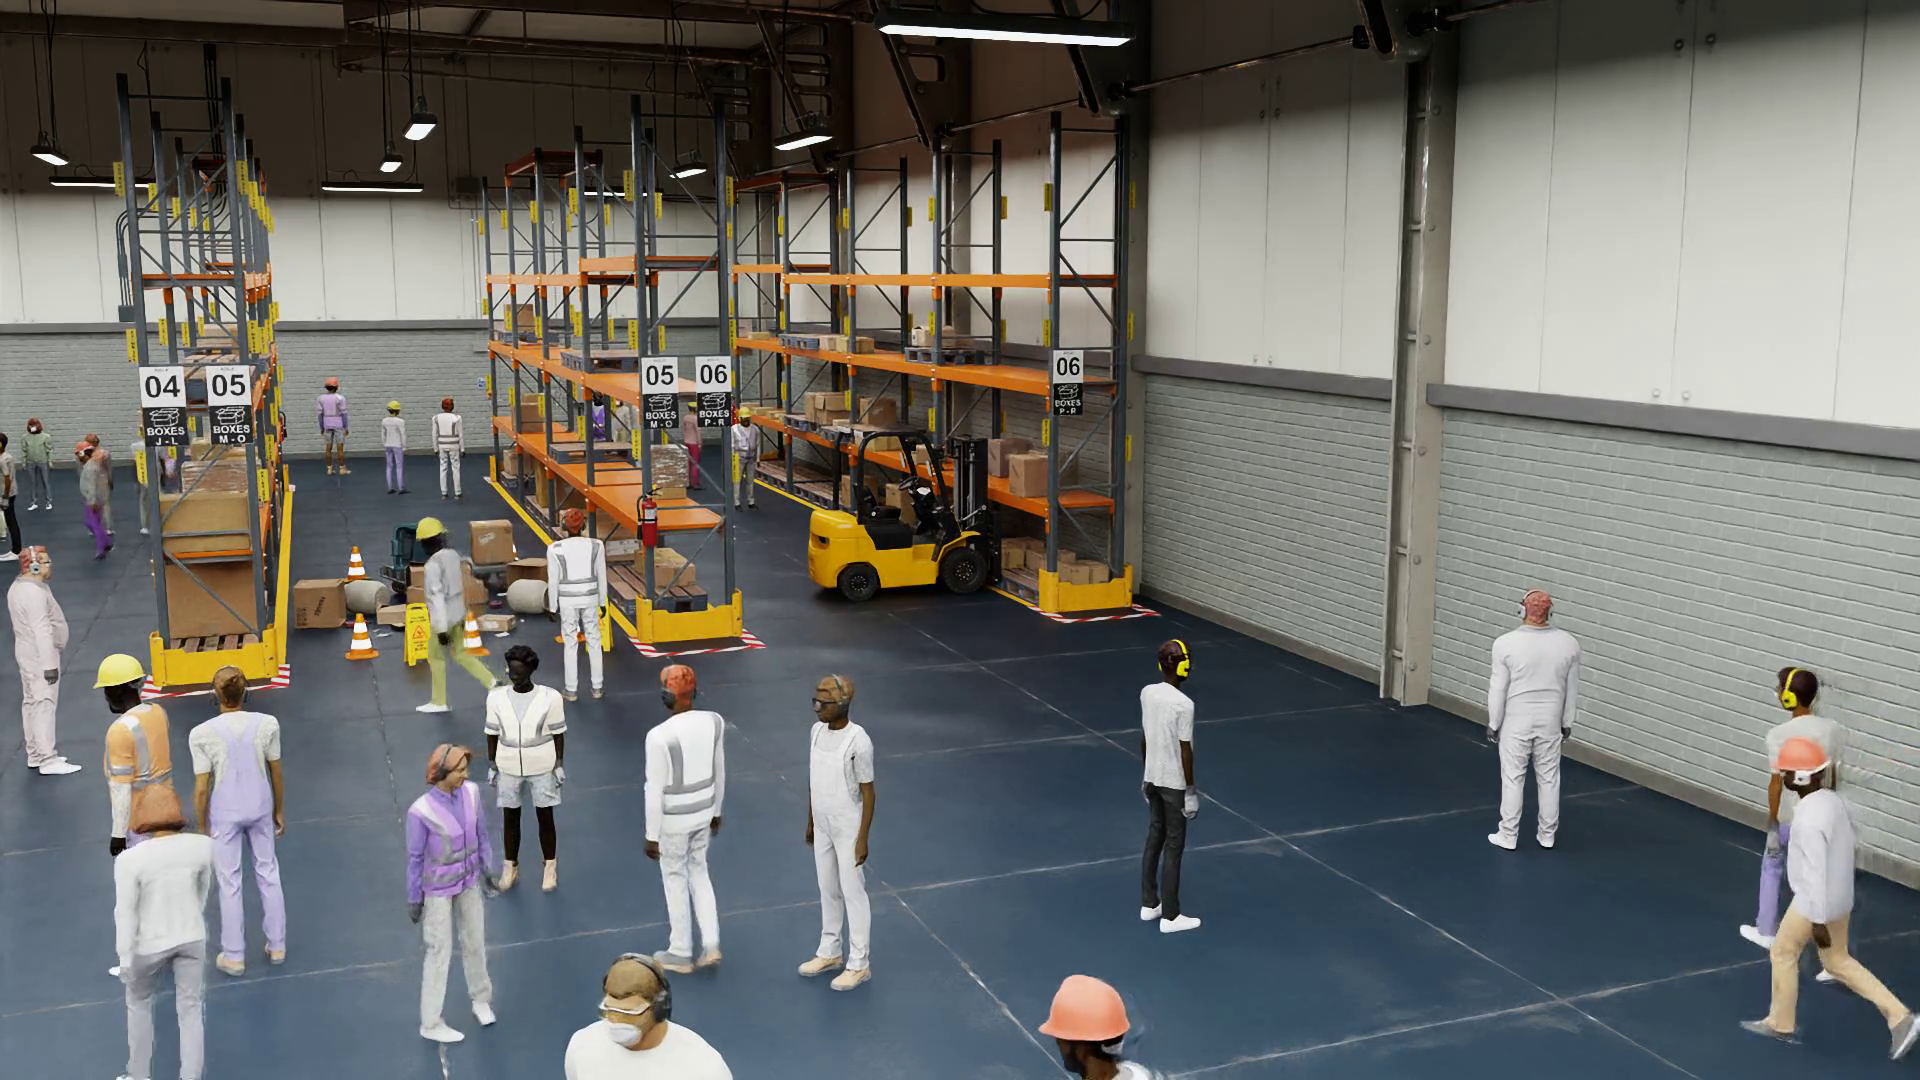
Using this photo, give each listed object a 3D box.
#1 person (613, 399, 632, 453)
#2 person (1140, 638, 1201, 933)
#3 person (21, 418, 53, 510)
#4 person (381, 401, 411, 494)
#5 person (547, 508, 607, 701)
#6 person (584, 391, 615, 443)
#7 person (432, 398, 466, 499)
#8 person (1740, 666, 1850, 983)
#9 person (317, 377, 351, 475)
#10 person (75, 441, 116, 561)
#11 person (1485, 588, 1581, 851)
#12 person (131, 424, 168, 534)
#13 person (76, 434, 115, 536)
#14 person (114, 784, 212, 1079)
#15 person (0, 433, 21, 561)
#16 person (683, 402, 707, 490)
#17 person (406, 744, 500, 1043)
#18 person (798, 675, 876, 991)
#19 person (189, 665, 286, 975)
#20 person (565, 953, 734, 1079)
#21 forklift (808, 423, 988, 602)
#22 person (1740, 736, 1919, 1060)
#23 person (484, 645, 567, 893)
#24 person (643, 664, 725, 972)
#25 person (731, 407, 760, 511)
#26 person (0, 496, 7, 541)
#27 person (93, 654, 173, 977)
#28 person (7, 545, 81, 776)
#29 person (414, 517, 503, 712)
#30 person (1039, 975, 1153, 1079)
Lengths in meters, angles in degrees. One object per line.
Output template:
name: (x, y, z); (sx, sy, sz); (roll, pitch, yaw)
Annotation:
person: (-7.253, -2.285, 35.408); (0.514, 1.601, 0.794); (-2, 9, -13)
person: (1.332, 1.542, 10.518); (0.335, 1.860, 0.508); (-5, 10, -29)
person: (-16.289, -1.340, 29.363); (0.507, 1.632, 0.276); (-2, 9, -13)
person: (-10.719, -1.756, 31.559); (0.526, 1.769, 0.330); (3, 10, 20)
person: (-3.720, 0.625, 16.206); (0.572, 1.883, 0.354); (-4, 10, -24)
person: (-7.242, -2.075, 33.374); (0.626, 1.837, 0.428); (0, 9, 3)
person: (-9.438, -1.684, 30.736); (0.583, 1.882, 0.337); (1, 9, 3)
person: (5.016, 1.664, 9.857); (0.534, 1.827, 0.946); (-1, 9, -8)
person: (-12.960, -2.352, 34.437); (0.605, 2.045, 0.380); (1, 9, 4)
person: (-12.602, -0.570, 24.223); (0.423, 1.729, 0.687); (-5, 10, -30)
person: (4.091, 1.290, 11.948); (0.641, 1.908, 0.407); (-1, 9, -3)
person: (-12.863, -0.966, 26.440); (0.530, 1.828, 0.906); (-7, 11, -37)
person: (-13.714, -0.872, 26.399); (0.512, 1.640, 0.309); (-4, 10, -25)
person: (-3.995, 2.015, 8.329); (0.678, 1.601, 0.514); (9, 12, 43)
person: (-13.860, -0.630, 24.148); (0.329, 1.871, 0.513); (-4, 10, -24)
person: (-5.149, -1.848, 32.148); (0.329, 1.765, 0.526); (-8, 12, -42)
person: (-2.762, 1.894, 9.007); (0.396, 1.624, 0.513); (4, 10, 21)
person: (-0.714, 1.682, 9.671); (0.332, 1.844, 0.516); (-9, 13, -44)
person: (-4.272, 1.654, 9.868); (0.516, 1.843, 0.340); (-7, 11, -38)
person: (-1.042, 2.290, 5.586); (0.630, 1.932, 0.364); (4, 10, 23)
forklift: (-0.830, -0.399, 21.676); (2.313, 2.155, 1.214); (-4, 10, -21)
person: (4.651, 1.900, 8.785); (0.782, 1.695, 0.547); (9, 13, 44)
person: (-2.902, 1.524, 11.126); (0.540, 1.697, 0.318); (0, 9, -2)
person: (-1.608, 1.650, 9.786); (0.513, 1.880, 0.583); (7, 12, 38)
person: (-3.781, -1.424, 29.261); (0.588, 1.833, 0.404); (-6, 11, -32)
person: (-15.057, -0.820, 25.708); (0.337, 1.752, 0.564); (5, 10, 27)
person: (-4.888, 1.618, 9.875); (0.408, 1.915, 0.590); (0, 9, -3)
person: (-7.618, 0.992, 13.821); (0.406, 1.911, 0.636); (-8, 12, -42)
person: (-4.746, 0.718, 15.606); (0.824, 1.893, 0.601); (1, 9, 9)
person: (0.455, 2.342, 5.440); (1.040, 1.873, 0.537); (6, 11, 32)
